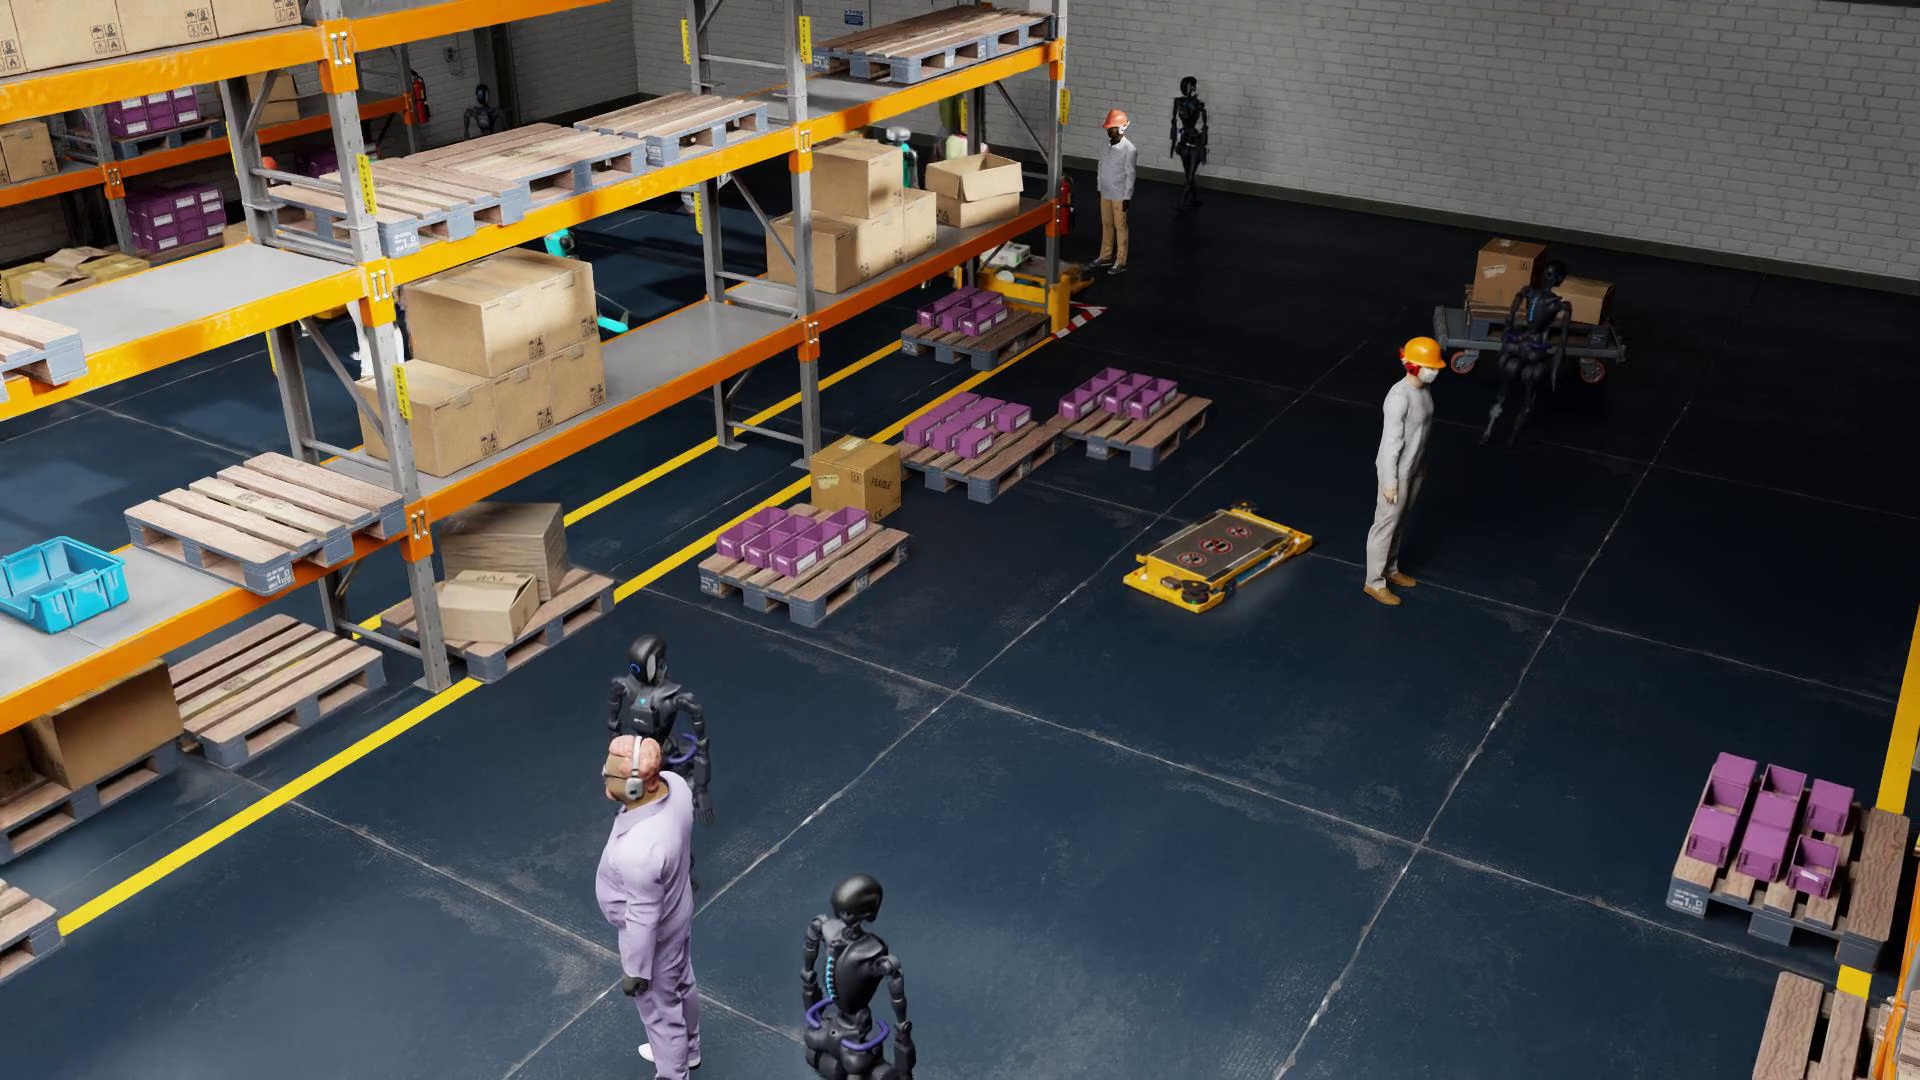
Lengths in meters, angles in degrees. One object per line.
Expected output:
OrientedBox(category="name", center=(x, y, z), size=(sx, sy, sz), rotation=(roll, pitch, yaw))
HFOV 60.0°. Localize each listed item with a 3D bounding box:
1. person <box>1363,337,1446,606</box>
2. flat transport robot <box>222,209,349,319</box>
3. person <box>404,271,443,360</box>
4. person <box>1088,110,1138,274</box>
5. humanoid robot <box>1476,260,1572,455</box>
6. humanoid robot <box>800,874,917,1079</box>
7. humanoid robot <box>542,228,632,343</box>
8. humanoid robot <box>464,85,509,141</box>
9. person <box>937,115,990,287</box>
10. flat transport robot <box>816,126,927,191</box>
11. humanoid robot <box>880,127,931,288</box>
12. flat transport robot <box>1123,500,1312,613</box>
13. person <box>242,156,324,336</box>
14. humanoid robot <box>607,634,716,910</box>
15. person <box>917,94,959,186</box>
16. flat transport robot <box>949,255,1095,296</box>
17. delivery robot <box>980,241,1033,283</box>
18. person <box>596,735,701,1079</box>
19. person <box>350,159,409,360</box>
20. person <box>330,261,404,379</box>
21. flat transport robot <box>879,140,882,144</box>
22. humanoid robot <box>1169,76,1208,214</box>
OrientedBox(category="person", center=(3.033, -0.488, 11.367), size=(0.364, 1.895, 0.562), rotation=(18, 32, 31))
OrientedBox(category="flat transport robot", center=(-6.868, -2.548, 17.219), size=(1.431, 0.231, 0.659), rotation=(10, 29, 19))
OrientedBox(category="person", center=(-4.160, -1.449, 13.344), size=(0.521, 1.811, 0.830), rotation=(1, 27, 2))
OrientedBox(category="person", center=(1.659, -3.772, 17.988), size=(0.324, 1.751, 0.558), rotation=(-17, 32, -30))
OrientedBox(category="humanoid robot", center=(4.603, -1.482, 13.564), size=(0.447, 1.634, 0.619), rotation=(-22, 34, -36))
OrientedBox(category="humanoid robot", center=(-0.433, 2.043, 6.671), size=(0.613, 1.627, 0.780), rotation=(20, 33, 34))
OrientedBox(category="humanoid robot", center=(-3.238, -2.060, 14.773), size=(0.789, 1.876, 0.537), rotation=(-19, 33, -33))
OrientedBox(category="humanoid robot", center=(-5.547, -4.522, 19.585), size=(0.593, 1.625, 0.754), rotation=(-2, 27, -4))
OrientedBox(category="person", center=(0.133, -3.663, 17.721), size=(0.645, 1.800, 0.853), rotation=(18, 32, 31))
OrientedBox(category="flat transport robot", center=(-1.113, -4.117, 20.311), size=(1.431, 0.231, 0.659), rotation=(5, 27, 9))
OrientedBox(category="humanoid robot", center=(-0.440, -3.458, 17.437), size=(0.773, 1.801, 0.553), rotation=(-21, 34, -36))
OrientedBox(category="flat transport robot", center=(1.876, 0.108, 11.985), size=(0.659, 0.231, 1.431), rotation=(23, 35, 38))
OrientedBox(category="person", center=(-6.594, -2.847, 16.165), size=(0.560, 1.752, 0.329), rotation=(4, 27, 8))
OrientedBox(category="humanoid robot", center=(-1.492, 1.160, 8.370), size=(0.638, 1.641, 0.399), rotation=(9, 28, 17))
OrientedBox(category="person", center=(-0.202, -5.256, 21.087), size=(0.842, 1.583, 0.520), rotation=(6, 28, 12))
OrientedBox(category="flat transport robot", center=(0.662, -2.861, 17.835), size=(1.431, 0.231, 0.659), rotation=(16, 31, 28))
OrientedBox(category="delivery robot", center=(0.396, -3.021, 17.800), size=(0.737, 0.564, 0.499), rotation=(13, 30, 24))
OrientedBox(category="person", center=(-1.335, 1.649, 7.136), size=(0.412, 1.913, 0.642), rotation=(1, 27, 3))
OrientedBox(category="person", center=(-5.289, -2.613, 15.531), size=(0.954, 1.914, 0.491), rotation=(-10, 29, -19))
OrientedBox(category="person", center=(-5.277, -2.277, 14.842), size=(0.630, 1.940, 0.373), rotation=(1, 27, 2))
OrientedBox(category="flat transport robot", center=(-1.166, -5.049, 22.146), size=(0.659, 0.231, 1.431), rotation=(10, 28, 18))
OrientedBox(category="humanoid robot", center=(2.764, -4.772, 20.089), size=(0.785, 1.617, 0.596), rotation=(-23, 35, -37))
